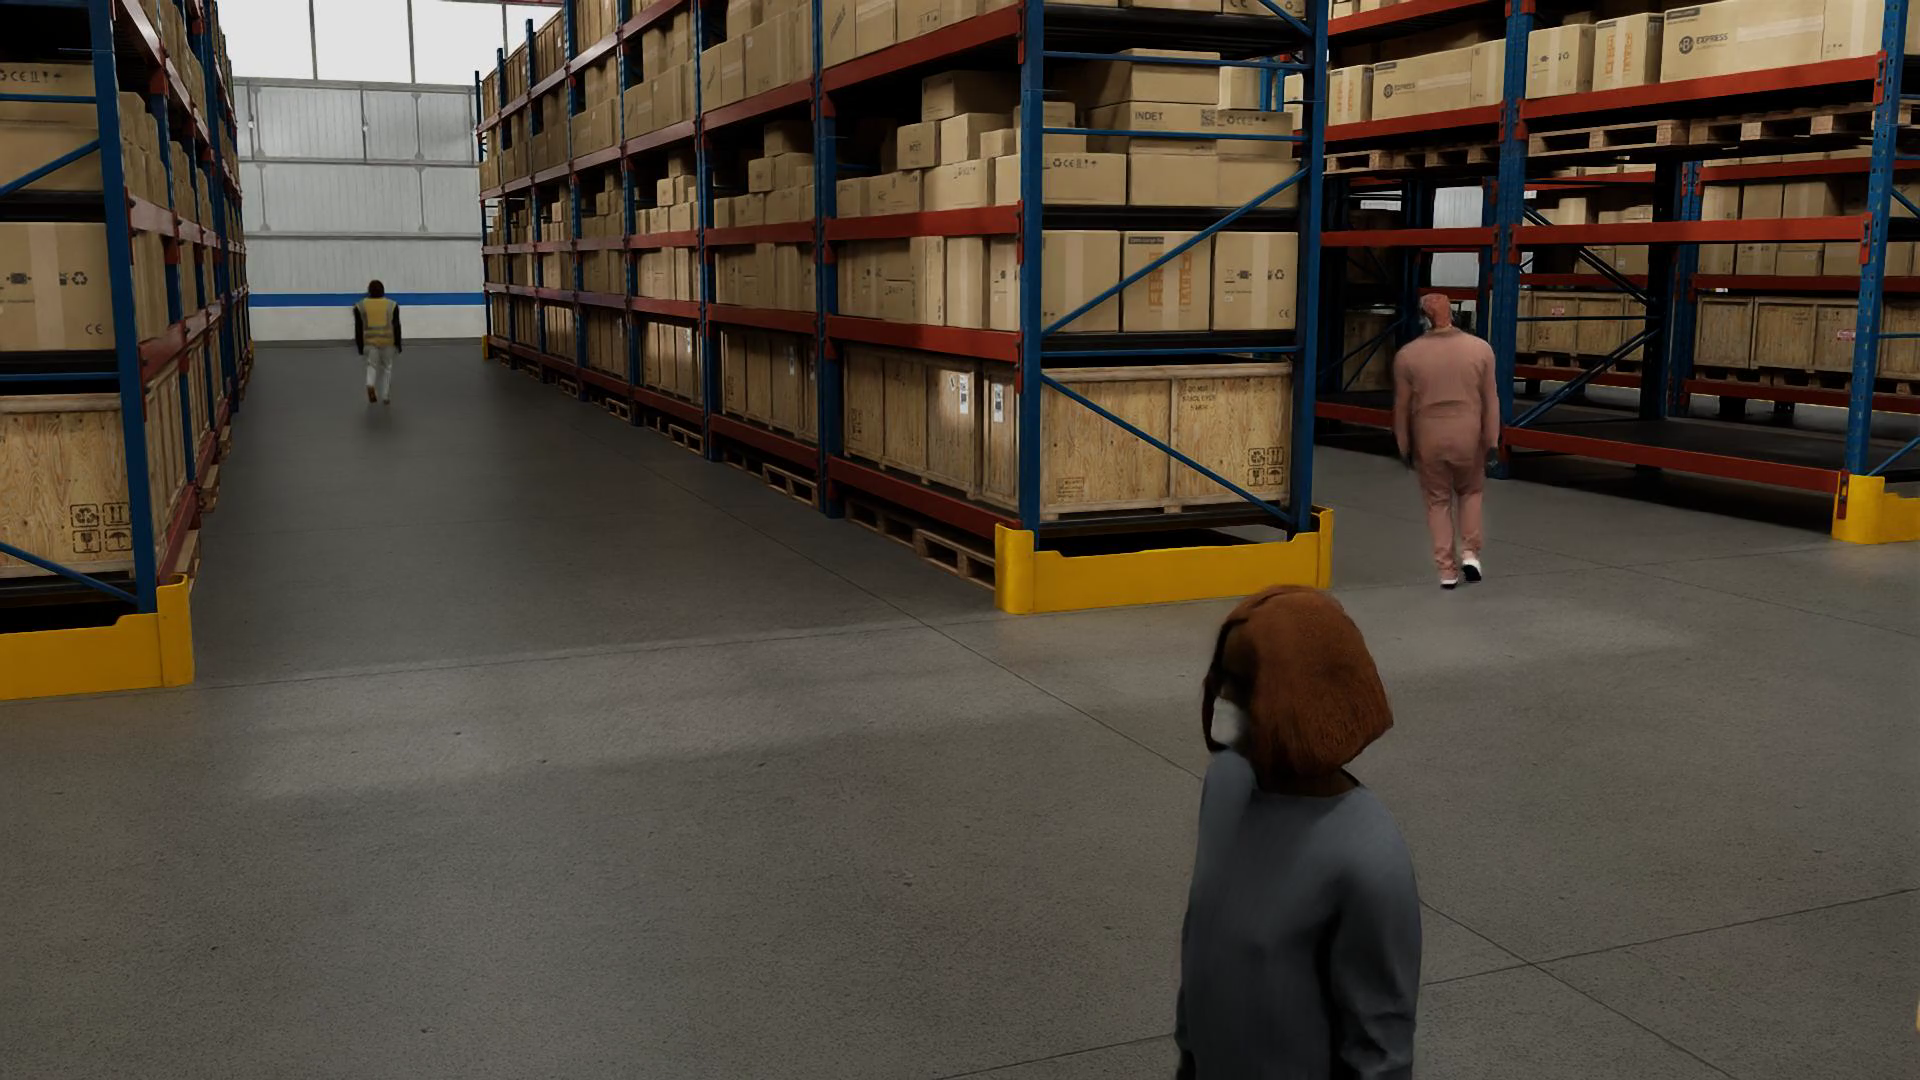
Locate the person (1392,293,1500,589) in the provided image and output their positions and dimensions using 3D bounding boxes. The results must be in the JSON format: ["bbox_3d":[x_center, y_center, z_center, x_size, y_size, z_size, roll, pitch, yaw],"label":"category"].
[{"bbox_3d":[3.089,-0.628,10.625,0.678,1.875,0.449,2,10,14],"label":"person"}]

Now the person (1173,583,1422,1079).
[{"bbox_3d":[0.451,0.865,2.404,0.286,1.635,0.497,-4,10,-22],"label":"person"}]

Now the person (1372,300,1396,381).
[{"bbox_3d":[6.899,-3.276,26.976,0.527,1.716,0.925,-2,10,-13],"label":"person"}]

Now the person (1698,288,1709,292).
[{"bbox_3d":[12.983,-3.726,29.408,0.702,1.810,0.596,-2,10,-14],"label":"person"}]

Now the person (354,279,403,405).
[{"bbox_3d":[-8.436,-2.868,24.194,0.629,1.828,0.438,-2,10,-11],"label":"person"}]
